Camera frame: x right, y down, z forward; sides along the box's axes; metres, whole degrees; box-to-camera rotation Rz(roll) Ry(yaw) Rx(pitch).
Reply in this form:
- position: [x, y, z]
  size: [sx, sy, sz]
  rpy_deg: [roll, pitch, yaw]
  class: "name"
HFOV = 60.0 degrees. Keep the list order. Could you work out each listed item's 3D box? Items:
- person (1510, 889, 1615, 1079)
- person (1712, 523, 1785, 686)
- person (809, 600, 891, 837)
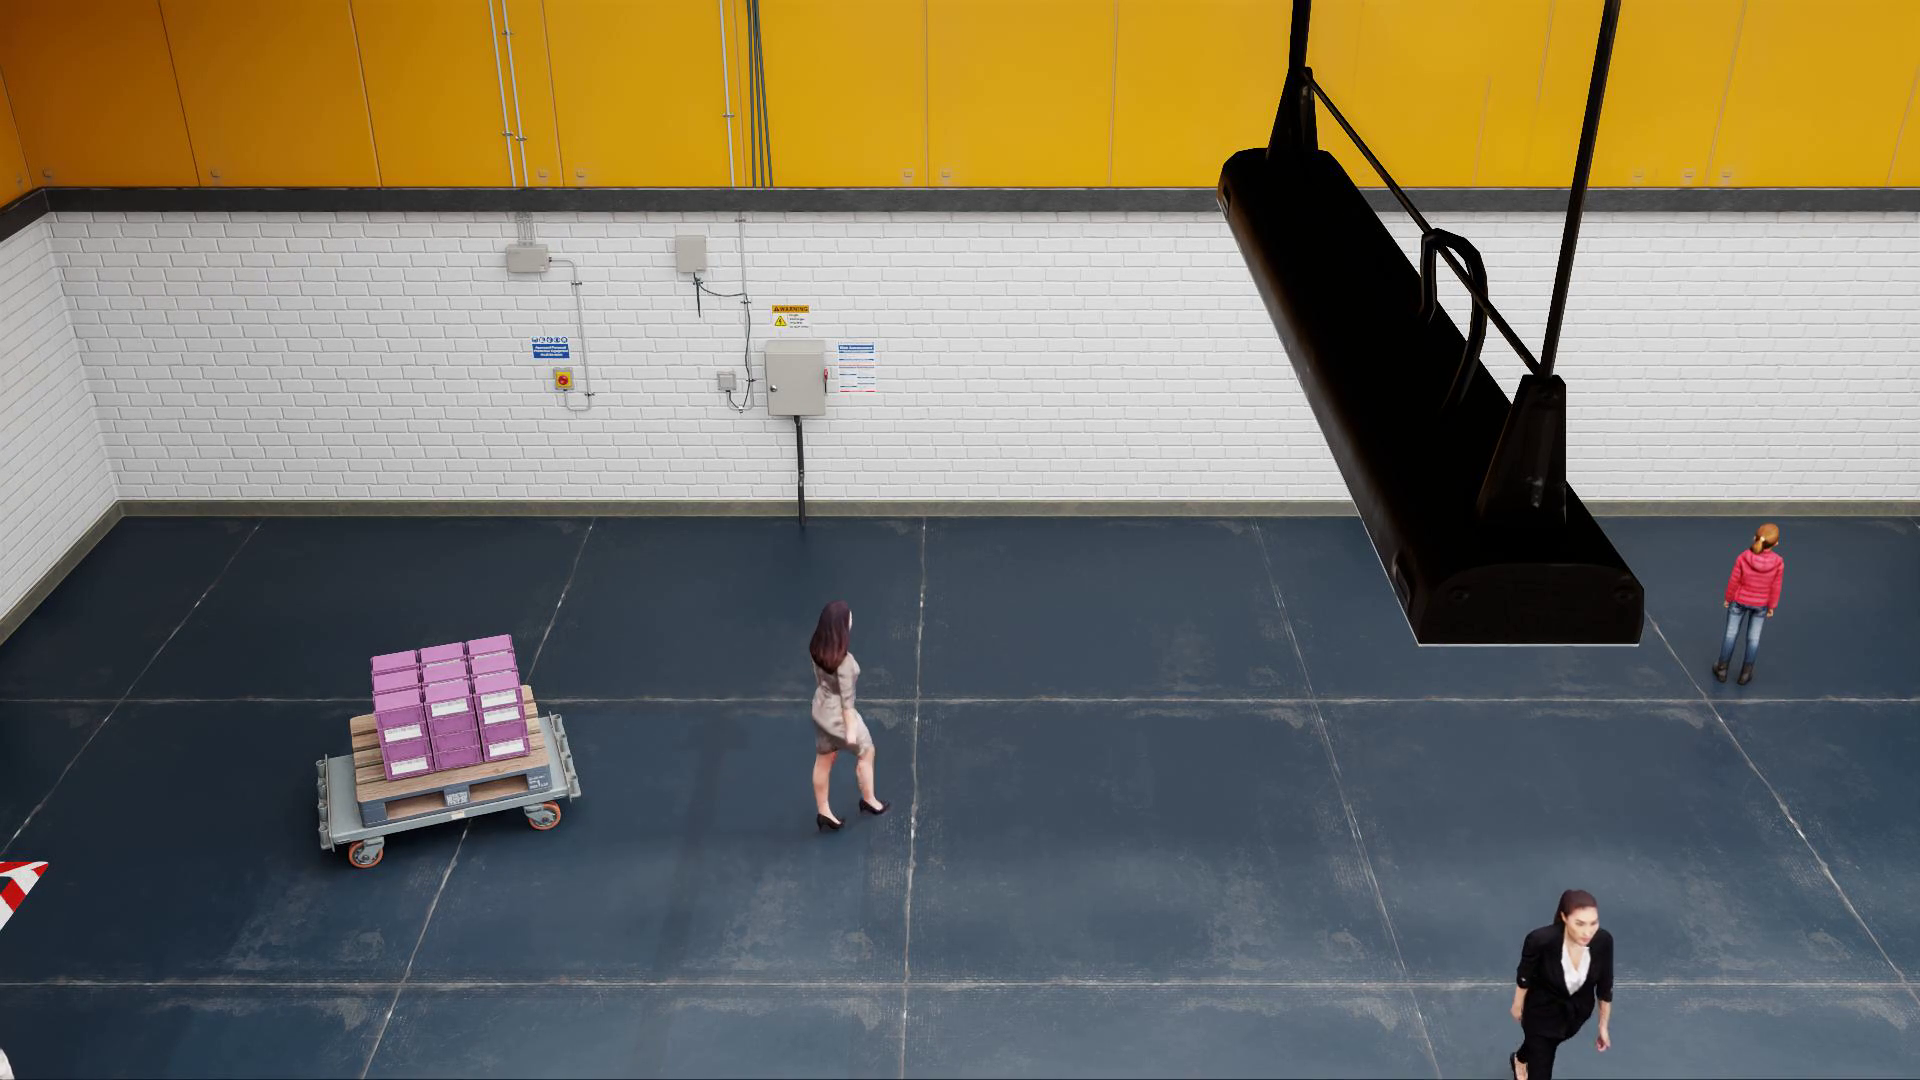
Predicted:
- position: [3.067, 2.412, 8.635]
  size: [0.650, 1.610, 1.062]
  rpy_deg: [-2, 29, -4]
  class: "person"
- position: [5.934, 0.475, 12.493]
  size: [0.577, 1.317, 0.578]
  rpy_deg: [11, 30, 19]
  class: "person"
- position: [-0.864, 1.195, 10.744]
  size: [0.908, 1.728, 0.855]
  rpy_deg: [-23, 36, -35]
  class: "person"
